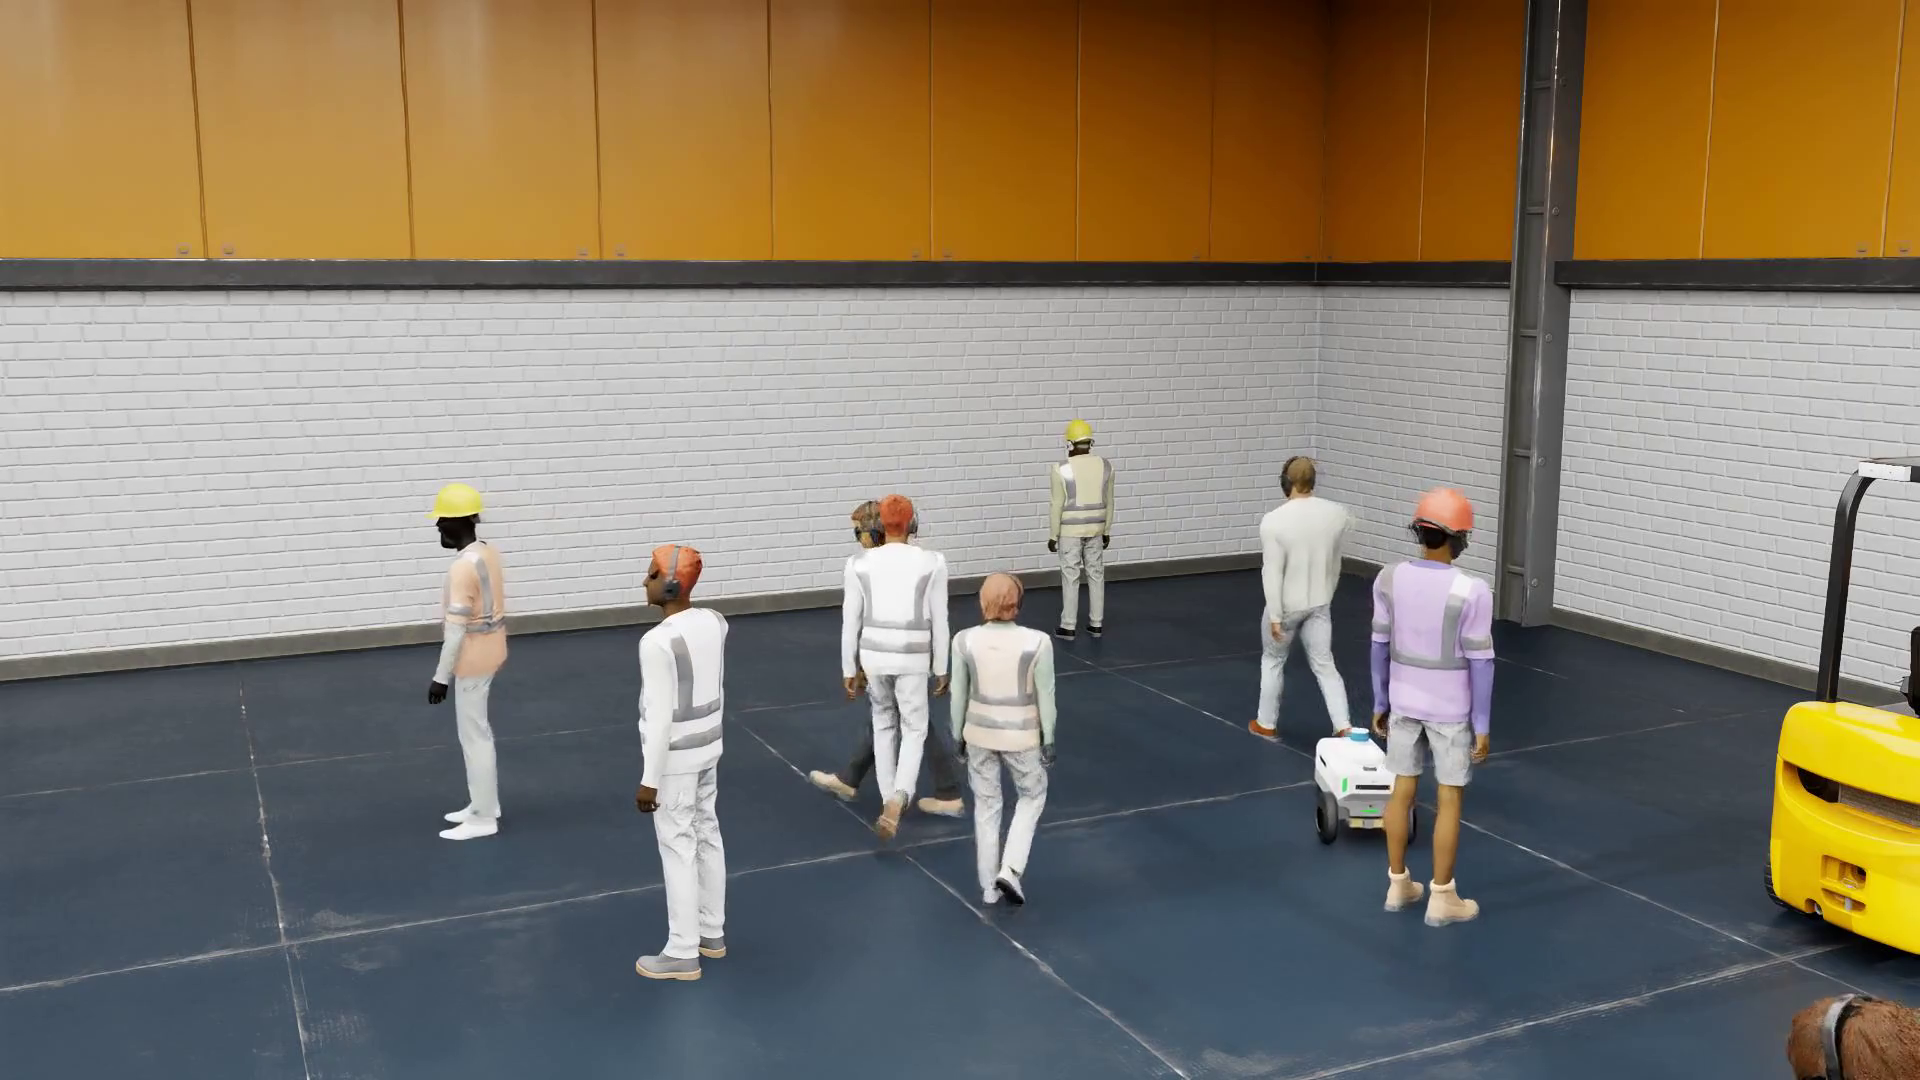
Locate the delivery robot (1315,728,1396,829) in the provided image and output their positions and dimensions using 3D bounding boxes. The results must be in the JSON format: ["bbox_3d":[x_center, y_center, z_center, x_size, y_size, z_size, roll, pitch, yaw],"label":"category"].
[{"bbox_3d":[2.161,1.264,9.030,0.477,0.478,0.707,0,9,1],"label":"delivery robot"}]

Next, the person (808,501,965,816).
[{"bbox_3d":[-0.395,0.657,9.294,0.964,1.776,0.574,2,9,15],"label":"person"}]

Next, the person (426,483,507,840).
[{"bbox_3d":[-2.634,0.649,8.920,0.387,1.922,0.600,-1,9,-7],"label":"person"}]

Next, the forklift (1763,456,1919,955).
[{"bbox_3d":[4.857,0.731,7.561,2.313,2.155,1.214,-4,10,-25],"label":"forklift"}]

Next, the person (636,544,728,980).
[{"bbox_3d":[-1.205,0.947,7.174,0.349,1.884,0.584,3,10,20],"label":"person"}]

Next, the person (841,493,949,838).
[{"bbox_3d":[-0.359,0.682,8.927,0.589,1.853,0.799,1,9,8],"label":"person"}]

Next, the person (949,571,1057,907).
[{"bbox_3d":[0.200,0.956,7.909,0.531,1.623,0.386,3,10,16],"label":"person"}]

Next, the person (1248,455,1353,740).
[{"bbox_3d":[2.171,0.413,10.462,0.633,1.904,0.987,-3,10,-19],"label":"person"}]

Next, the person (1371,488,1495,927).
[{"bbox_3d":[2.216,0.776,7.797,0.394,2.040,0.629,-9,13,-43],"label":"person"}]

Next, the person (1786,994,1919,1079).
[{"bbox_3d":[1.687,1.688,2.851,0.775,1.803,0.447,4,10,23],"label":"person"}]

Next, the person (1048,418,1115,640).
[{"bbox_3d":[0.987,-0.088,13.749,0.586,1.836,0.404,-4,10,-24],"label":"person"}]
